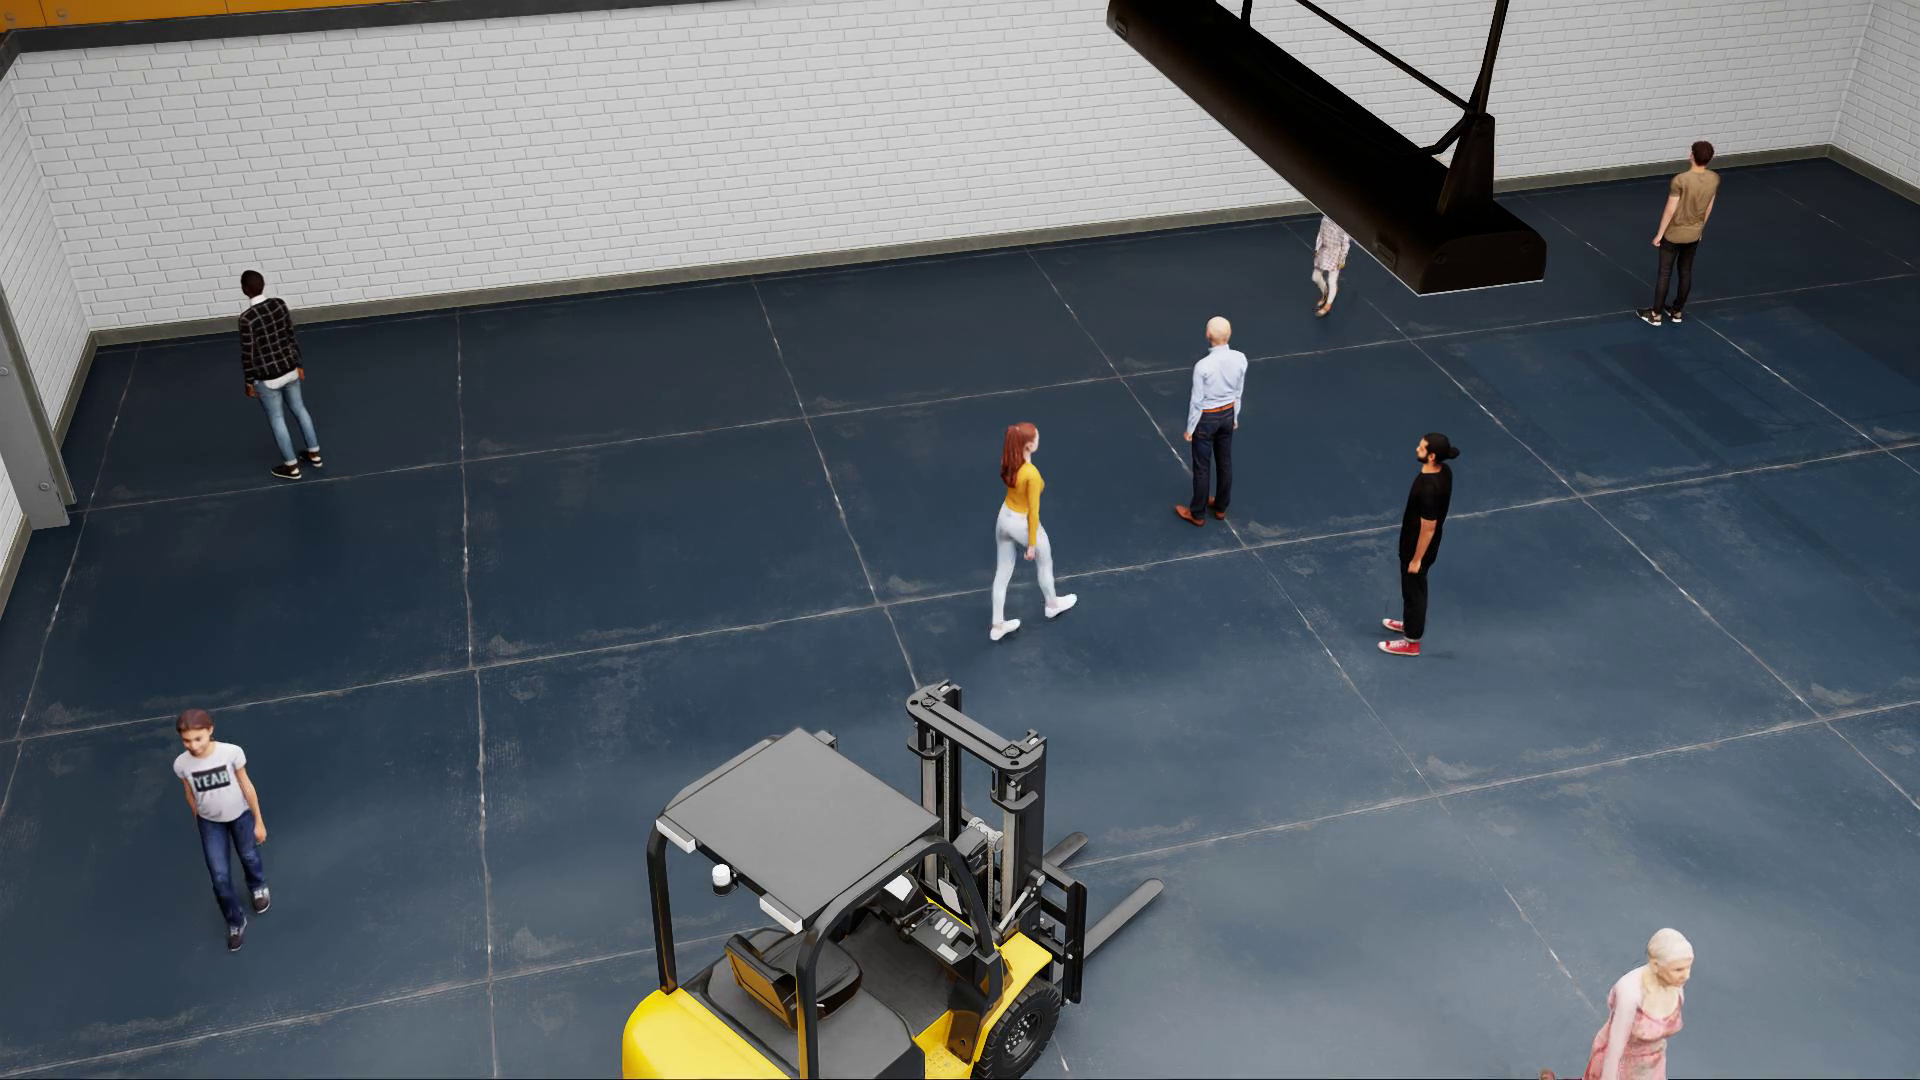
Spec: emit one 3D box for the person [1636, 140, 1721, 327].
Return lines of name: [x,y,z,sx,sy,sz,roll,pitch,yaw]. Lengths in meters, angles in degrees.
person: [7.013,-2.982,16.143,0.657,1.852,0.545,-7,34,-11]

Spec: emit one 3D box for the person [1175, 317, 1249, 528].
person: [1.995,-0.929,13.111,0.678,1.789,0.629,-15,36,-21]

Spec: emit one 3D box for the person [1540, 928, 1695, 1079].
person: [3.179,2.480,8.086,0.682,1.674,0.957,-15,36,-21]

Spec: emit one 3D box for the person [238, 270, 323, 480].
person: [-5.640,-1.375,13.756,0.795,1.818,0.731,17,37,24]

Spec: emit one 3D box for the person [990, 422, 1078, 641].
person: [0.355,-0.026,11.817,0.920,1.718,1.012,-26,42,-34]

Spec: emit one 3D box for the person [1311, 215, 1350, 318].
person: [3.715,-2.844,16.428,0.684,1.307,0.584,-24,40,-31]

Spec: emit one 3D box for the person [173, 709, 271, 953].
person: [-4.236,1.542,9.615,0.580,1.544,0.807,-13,36,-19]

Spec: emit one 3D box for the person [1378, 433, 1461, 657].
person: [3.246,0.022,11.709,0.772,1.757,0.666,11,35,15]
